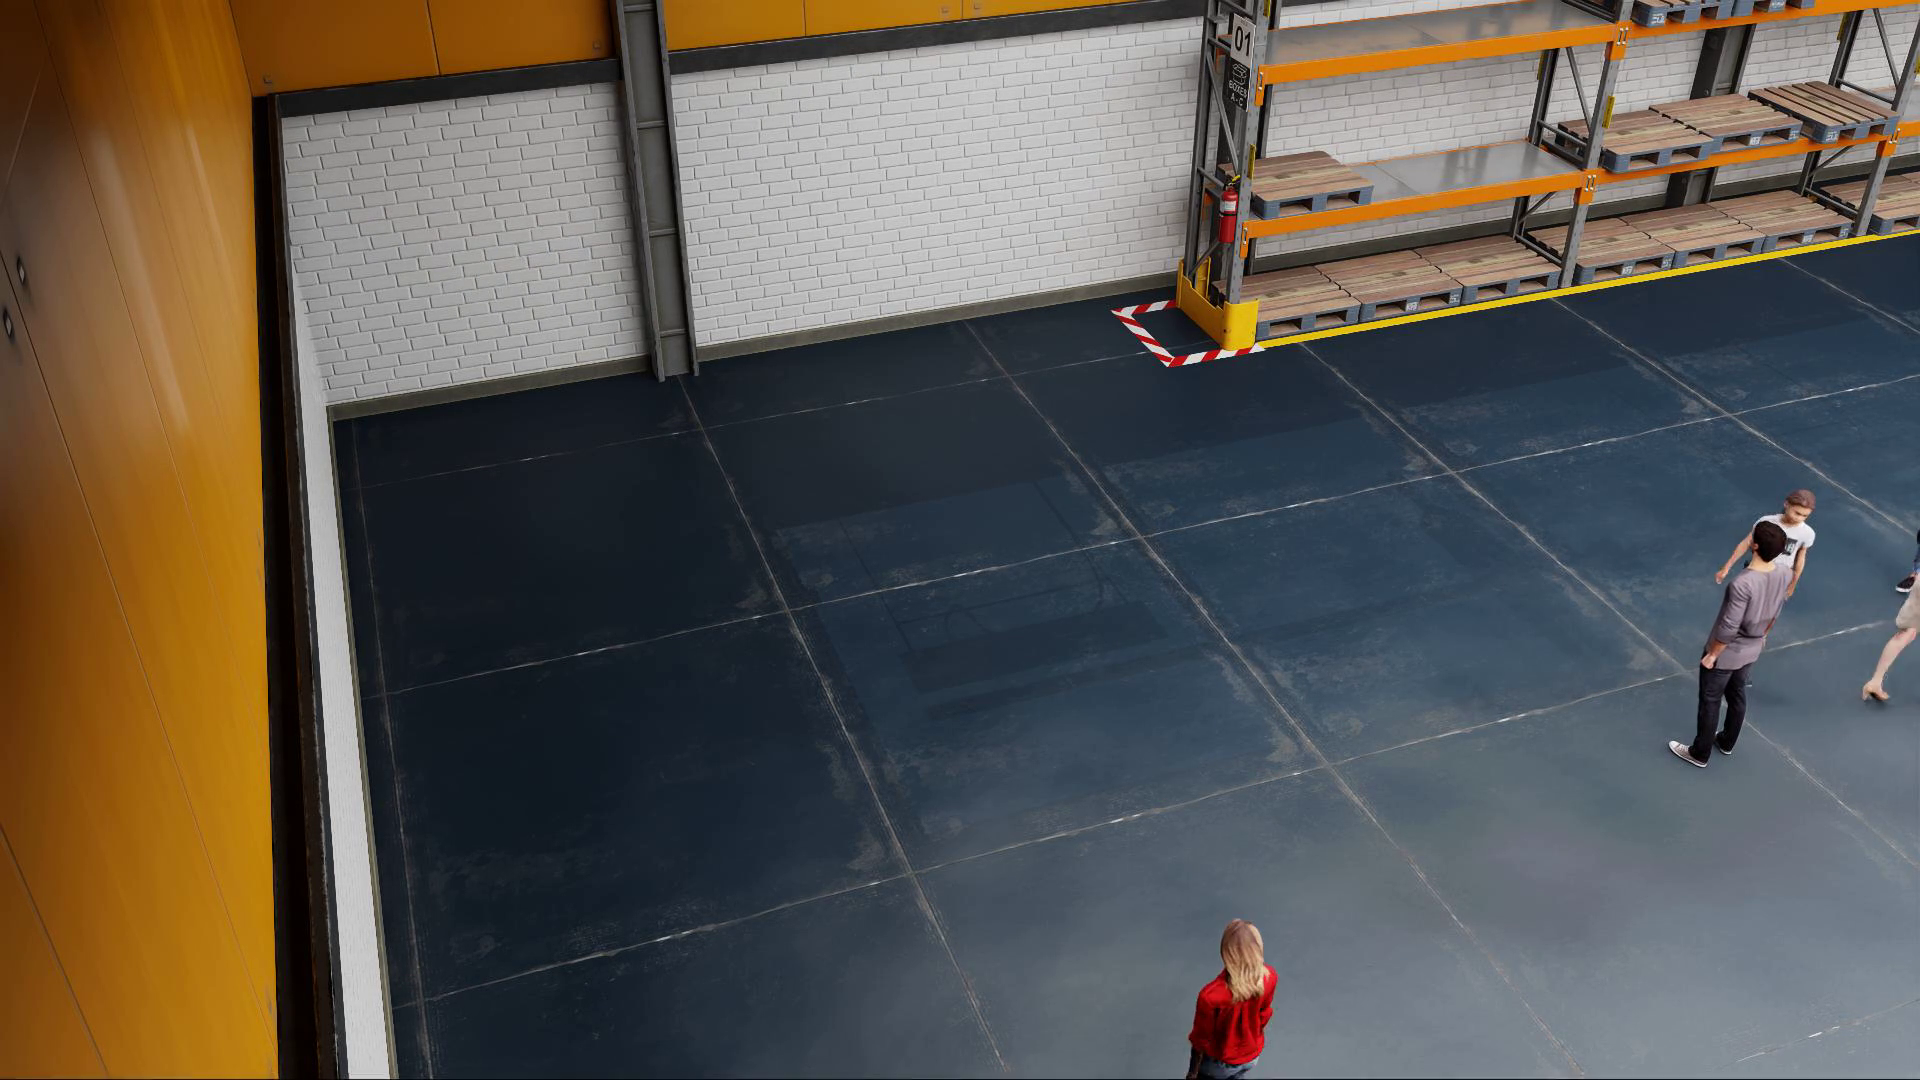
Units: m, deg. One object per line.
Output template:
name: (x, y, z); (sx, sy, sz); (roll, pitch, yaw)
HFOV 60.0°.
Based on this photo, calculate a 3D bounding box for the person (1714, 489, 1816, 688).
person: (5.785, 0.220, 11.941); (0.982, 1.528, 1.105); (26, 41, 33)

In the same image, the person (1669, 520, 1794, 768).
person: (5.111, 0.688, 10.945); (0.501, 1.851, 0.762); (-16, 37, -22)

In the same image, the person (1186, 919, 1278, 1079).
person: (1.357, 2.596, 8.220); (0.707, 1.690, 0.714); (-14, 36, -21)
